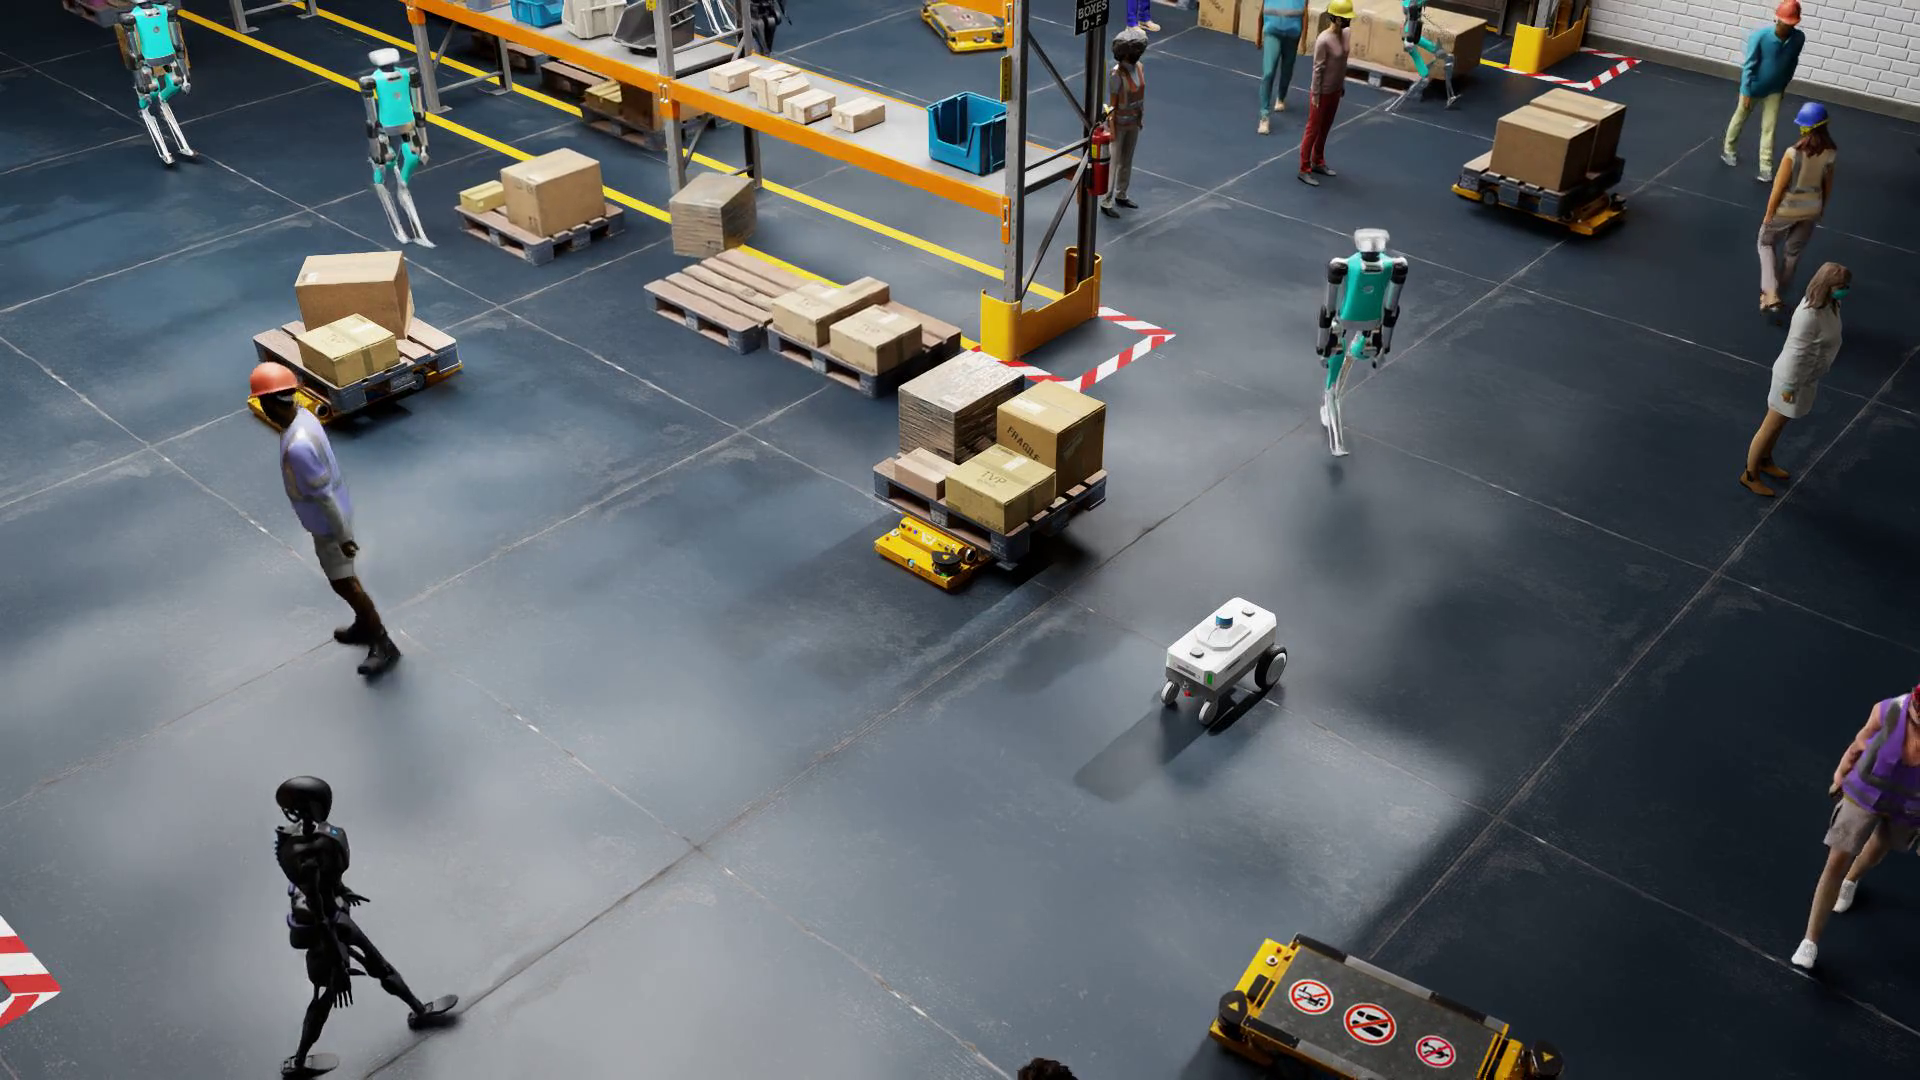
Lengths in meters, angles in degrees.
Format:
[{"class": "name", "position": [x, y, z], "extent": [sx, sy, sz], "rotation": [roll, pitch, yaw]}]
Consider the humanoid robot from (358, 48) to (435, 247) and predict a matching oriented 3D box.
[{"class": "humanoid robot", "position": [-4.943, -3.443, 14.482], "extent": [0.538, 1.764, 0.640], "rotation": [-26, 42, -32]}]

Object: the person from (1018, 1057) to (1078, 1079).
[{"class": "person", "position": [0.335, 2.558, 5.724], "extent": [0.582, 1.839, 0.930], "rotation": [0, 35, 0]}]

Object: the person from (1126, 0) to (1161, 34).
[{"class": "person", "position": [2.181, -6.859, 19.240], "extent": [0.384, 1.981, 0.516], "rotation": [27, 43, 33]}]

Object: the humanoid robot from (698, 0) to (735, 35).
[{"class": "humanoid robot", "position": [-2.809, -6.679, 19.077], "extent": [0.735, 1.677, 0.533], "rotation": [27, 43, 33]}]

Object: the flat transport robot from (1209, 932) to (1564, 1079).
[{"class": "flat transport robot", "position": [1.917, 2.284, 7.502], "extent": [1.431, 0.231, 0.659], "rotation": [20, 39, 26]}]

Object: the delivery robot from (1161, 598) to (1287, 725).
[{"class": "delivery robot", "position": [1.506, 0.646, 9.597], "extent": [0.499, 0.566, 0.739], "rotation": [27, 43, 33]}]

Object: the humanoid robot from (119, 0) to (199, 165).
[{"class": "humanoid robot", "position": [-7.701, -4.467, 15.872], "extent": [0.735, 1.677, 0.533], "rotation": [27, 43, 33]}]

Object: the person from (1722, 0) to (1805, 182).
[{"class": "person", "position": [7.633, -4.261, 15.718], "extent": [0.560, 1.696, 0.906], "rotation": [-1, 35, -1]}]

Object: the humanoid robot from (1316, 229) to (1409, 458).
[{"class": "humanoid robot", "position": [2.708, -1.435, 11.598], "extent": [0.531, 1.732, 1.022], "rotation": [-1, 35, -1]}]

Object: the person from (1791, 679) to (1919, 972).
[{"class": "person", "position": [4.302, 1.284, 7.732], "extent": [0.501, 1.639, 0.918], "rotation": [19, 39, 25]}]

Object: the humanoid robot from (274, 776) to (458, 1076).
[{"class": "humanoid robot", "position": [-2.702, 1.661, 7.201], "extent": [0.787, 1.620, 0.612], "rotation": [-10, 36, -14]}]

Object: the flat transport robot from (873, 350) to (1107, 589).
[{"class": "flat transport robot", "position": [0.158, -0.172, 11.059], "extent": [0.659, 0.231, 1.431], "rotation": [27, 43, 33]}]

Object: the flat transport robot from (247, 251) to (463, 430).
[{"class": "flat transport robot", "position": [-4.566, -1.215, 12.570], "extent": [0.659, 0.231, 1.431], "rotation": [27, 43, 33]}]

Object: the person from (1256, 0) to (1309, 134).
[{"class": "person", "position": [3.277, -5.135, 16.878], "extent": [0.515, 1.831, 0.913], "rotation": [6, 35, 9]}]

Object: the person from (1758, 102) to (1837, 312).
[{"class": "person", "position": [6.689, -2.621, 13.305], "extent": [0.492, 1.764, 0.429], "rotation": [1, 35, 1]}]

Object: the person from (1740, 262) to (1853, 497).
[{"class": "person", "position": [5.638, -1.087, 11.157], "extent": [0.337, 1.658, 0.497], "rotation": [27, 43, 33]}]

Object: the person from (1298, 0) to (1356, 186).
[{"class": "person", "position": [3.472, -4.224, 15.611], "extent": [0.324, 1.766, 0.532], "rotation": [27, 43, 33]}]

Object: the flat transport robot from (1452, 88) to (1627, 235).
[{"class": "flat transport robot", "position": [5.376, -3.202, 15.450], "extent": [1.431, 0.231, 0.659], "rotation": [29, 44, 35]}]

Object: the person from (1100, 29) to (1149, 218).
[{"class": "person", "position": [1.492, -3.761, 15.005], "extent": [0.314, 1.687, 0.456], "rotation": [27, 43, 33]}]

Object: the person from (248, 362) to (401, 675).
[{"class": "person", "position": [-3.655, -0.118, 9.559], "extent": [0.478, 1.886, 0.678], "rotation": [-14, 37, -19]}]

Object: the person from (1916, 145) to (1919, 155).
[{"class": "person", "position": [9.708, -4.525, 15.915], "extent": [0.611, 1.913, 0.538], "rotation": [-1, 35, -1]}]

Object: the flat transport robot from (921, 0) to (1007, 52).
[{"class": "flat transport robot", "position": [0.042, -6.076, 19.613], "extent": [0.659, 0.231, 1.431], "rotation": [-10, 36, -14]}]

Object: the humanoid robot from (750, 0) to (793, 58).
[{"class": "humanoid robot", "position": [-2.044, -5.573, 17.666], "extent": [0.602, 1.631, 0.727], "rotation": [-27, 43, -34]}]

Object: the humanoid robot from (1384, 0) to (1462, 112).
[{"class": "humanoid robot", "position": [4.936, -5.241, 17.135], "extent": [0.949, 1.776, 0.537], "rotation": [5, 35, 7]}]
